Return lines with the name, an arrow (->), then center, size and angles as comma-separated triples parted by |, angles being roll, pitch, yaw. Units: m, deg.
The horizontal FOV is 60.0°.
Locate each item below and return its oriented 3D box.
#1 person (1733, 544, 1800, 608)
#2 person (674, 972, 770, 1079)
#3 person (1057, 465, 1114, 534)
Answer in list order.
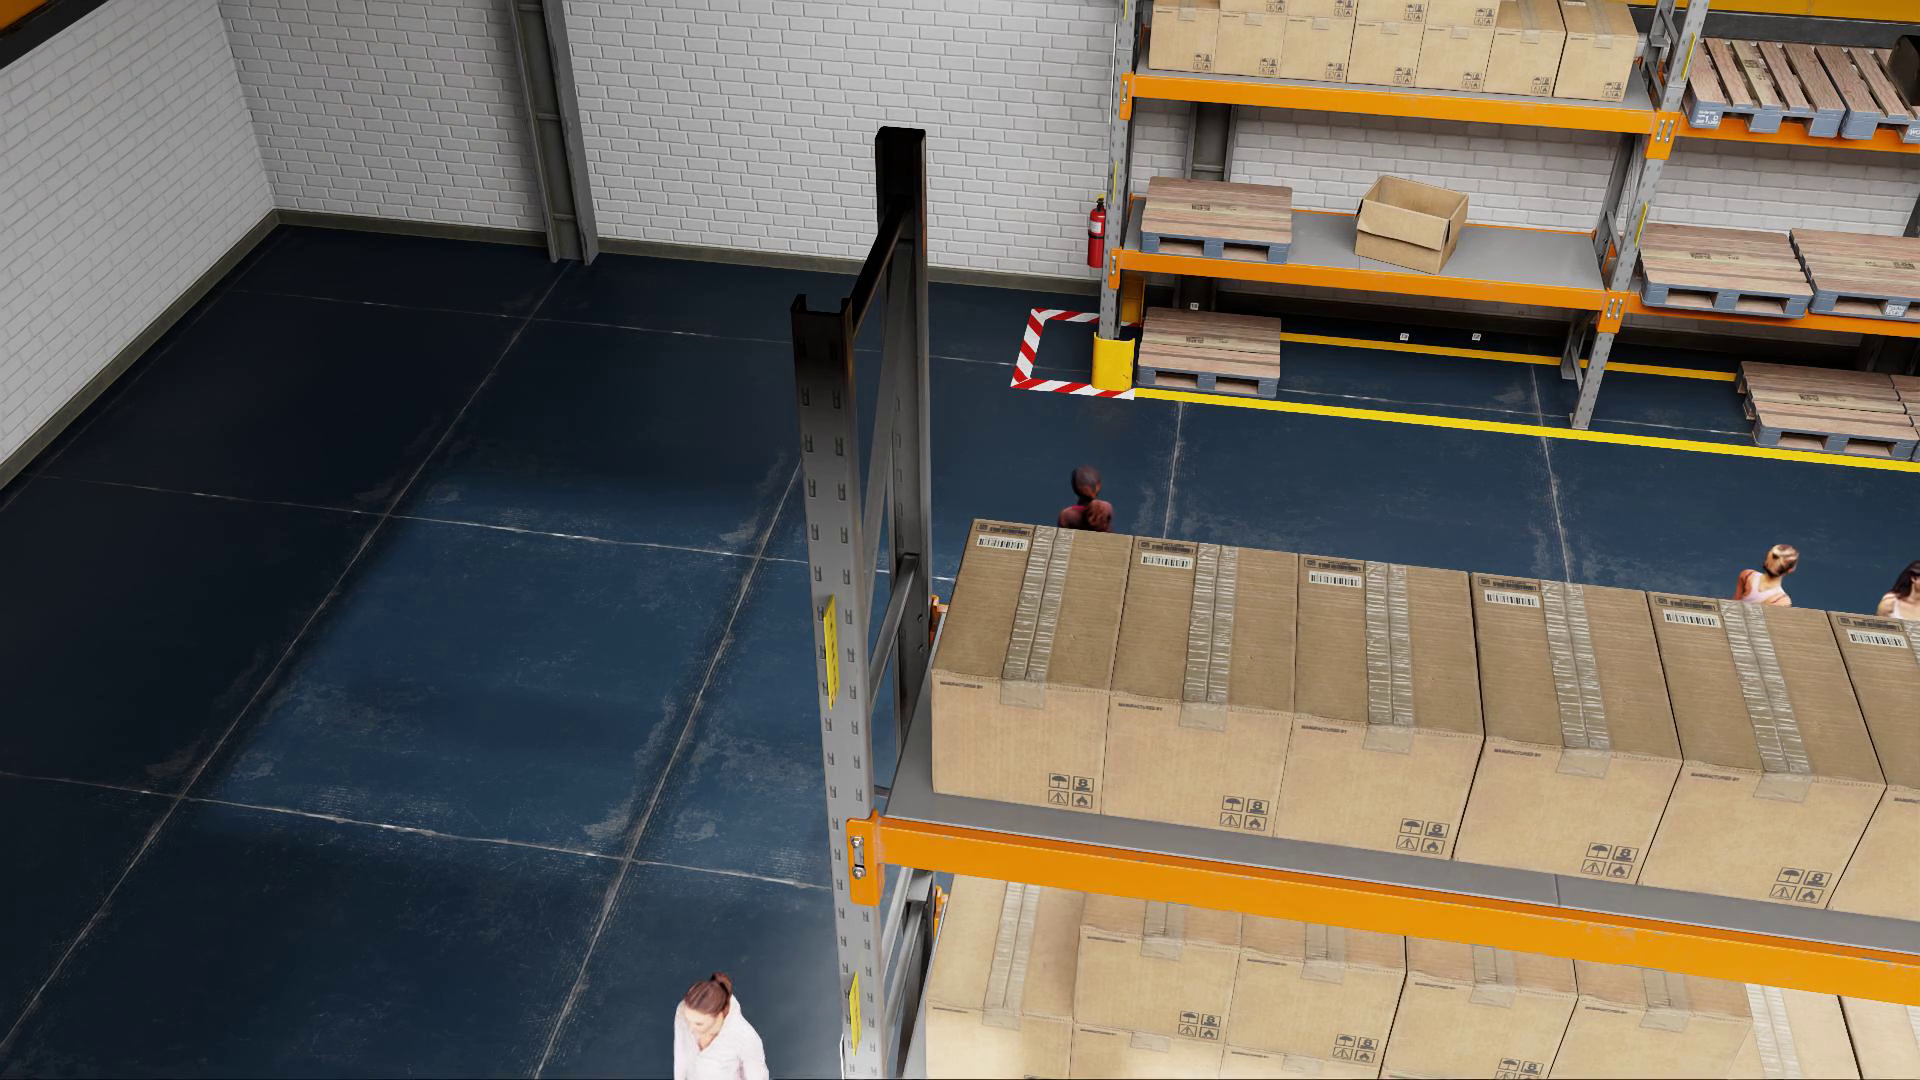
person -> 4.944, 0.675, 10.566 | 0.679, 1.643, 0.648 | -15, 41, -18
person -> -1.097, 2.612, 8.137 | 1.092, 1.646, 0.989 | 24, 44, 27
person -> 0.812, 0.235, 11.053 | 0.600, 1.722, 0.695 | -9, 40, -11
